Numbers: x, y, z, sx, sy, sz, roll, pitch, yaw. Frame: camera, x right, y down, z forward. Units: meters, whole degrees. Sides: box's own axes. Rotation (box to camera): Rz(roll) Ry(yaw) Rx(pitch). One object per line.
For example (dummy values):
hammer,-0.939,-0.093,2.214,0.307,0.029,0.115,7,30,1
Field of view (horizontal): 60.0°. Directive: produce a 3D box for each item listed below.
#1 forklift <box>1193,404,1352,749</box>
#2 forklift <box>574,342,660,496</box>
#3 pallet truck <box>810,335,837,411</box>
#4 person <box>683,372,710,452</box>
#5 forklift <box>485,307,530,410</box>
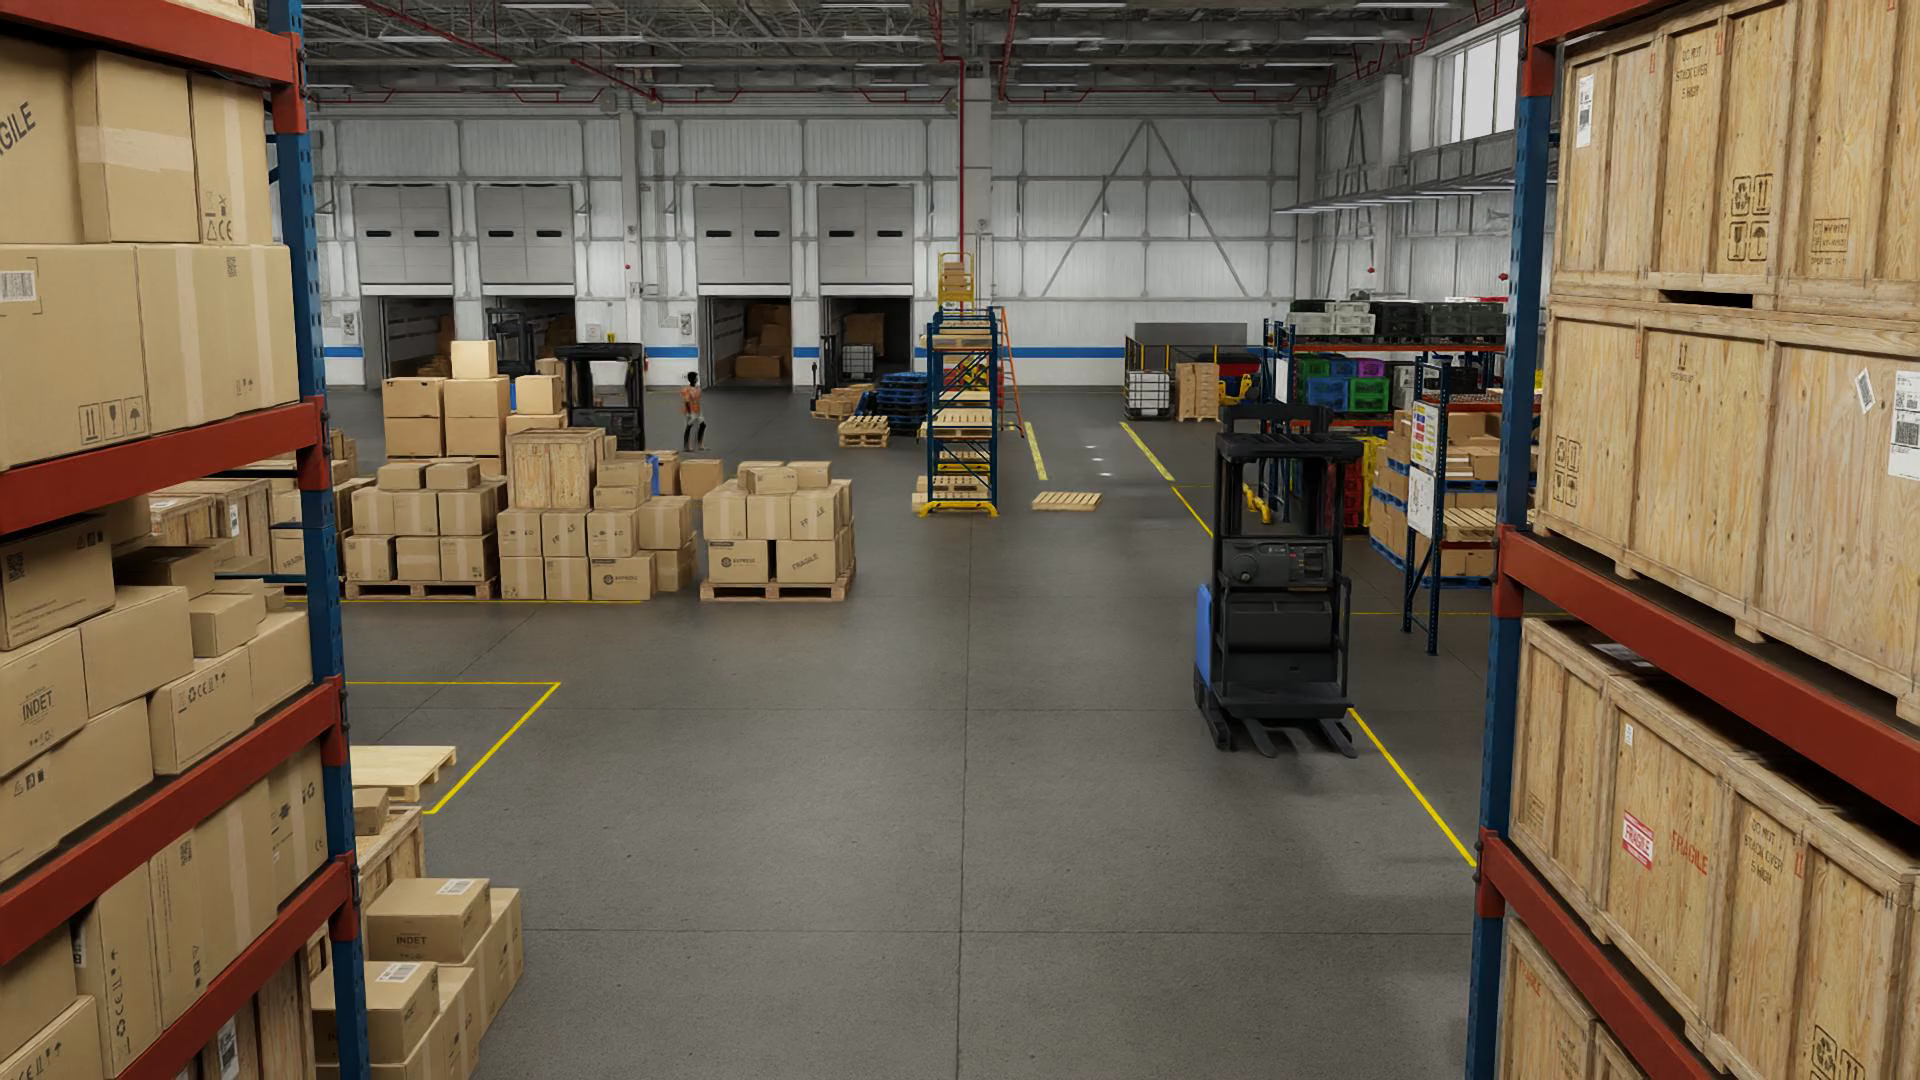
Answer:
forklift,2.695,0.215,14.459,1.129,2.768,1.873,0,10,1
forklift,-5.084,-1.487,24.283,1.129,2.768,1.873,0,10,1
pallet truck,-3.021,-4.312,43.126,1.885,1.965,0.823,3,10,17
person,-5.476,-2.646,34.441,0.637,1.671,0.553,5,11,25
forklift,-10.754,-4.150,39.646,1.129,2.768,1.873,0,10,1
